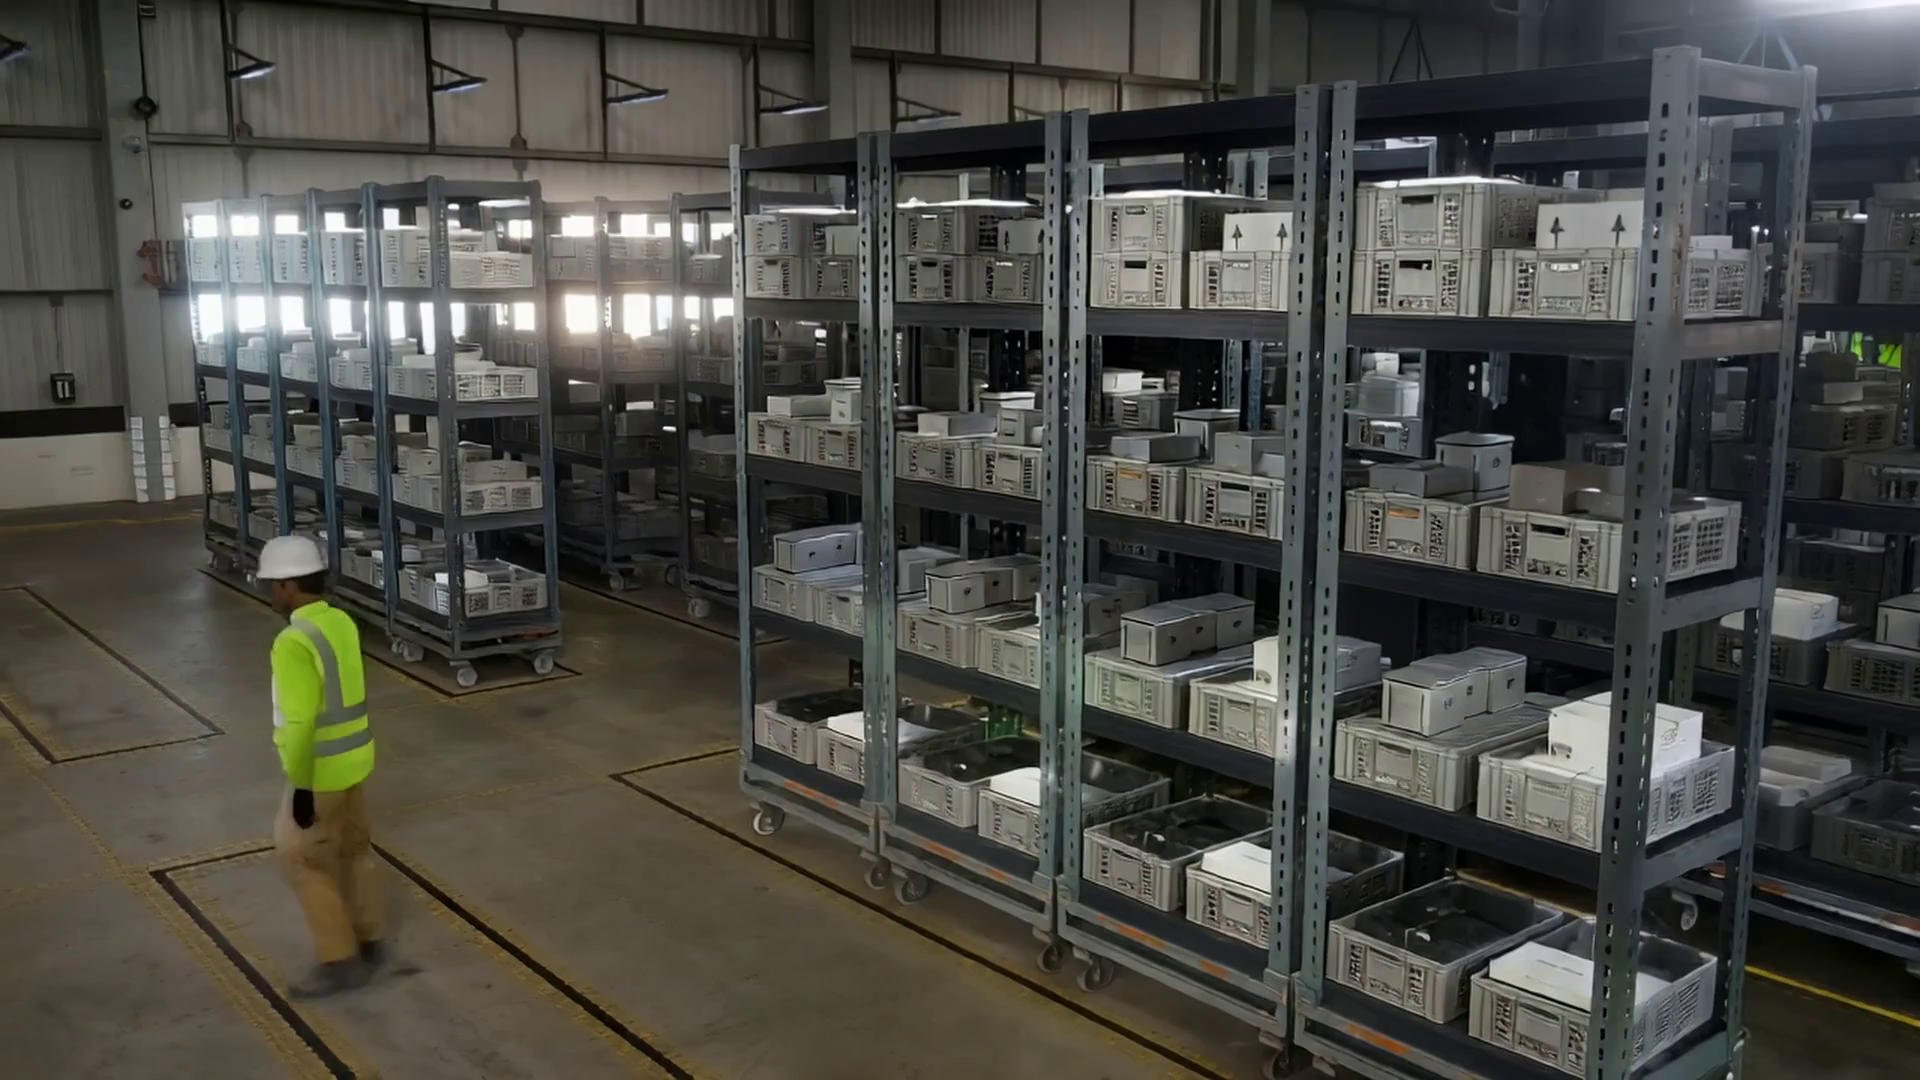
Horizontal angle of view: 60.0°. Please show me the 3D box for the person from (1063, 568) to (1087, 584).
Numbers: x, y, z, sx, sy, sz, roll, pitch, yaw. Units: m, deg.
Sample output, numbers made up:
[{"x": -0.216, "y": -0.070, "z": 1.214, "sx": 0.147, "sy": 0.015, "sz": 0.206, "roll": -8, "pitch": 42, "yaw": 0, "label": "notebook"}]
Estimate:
[{"x": 0.933, "y": -0.281, "z": 14.547, "sx": 0.901, "sy": 1.786, "sz": 0.624, "roll": -8, "pitch": 12, "yaw": -40, "label": "person"}]

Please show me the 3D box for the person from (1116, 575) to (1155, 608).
[{"x": 1.434, "y": -0.113, "z": 12.921, "sx": 0.378, "sy": 1.996, "sz": 0.611, "roll": 9, "pitch": 13, "yaw": 43, "label": "person"}]

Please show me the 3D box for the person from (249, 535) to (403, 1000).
[{"x": -2.638, "y": 0.931, "z": 6.884, "sx": 0.540, "sy": 1.915, "sz": 0.628, "roll": 0, "pitch": 9, "yaw": 1, "label": "person"}]
